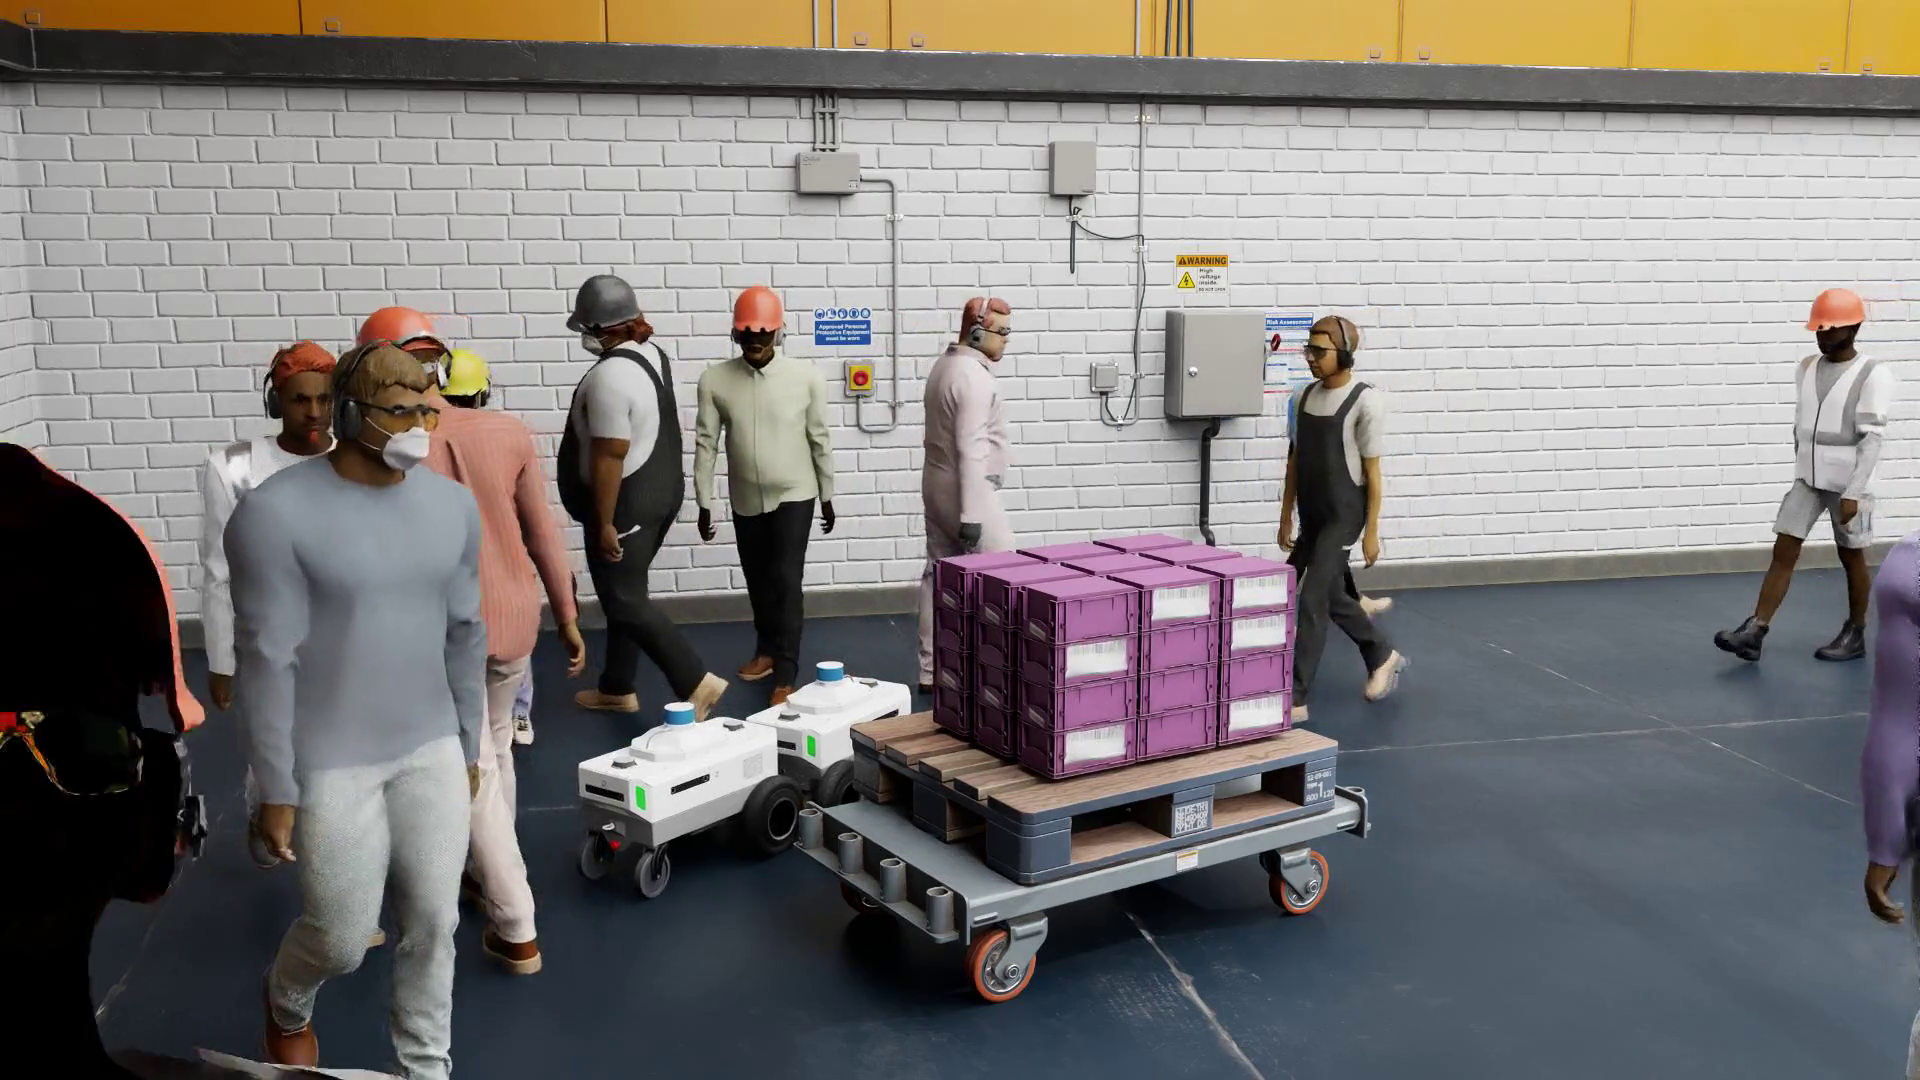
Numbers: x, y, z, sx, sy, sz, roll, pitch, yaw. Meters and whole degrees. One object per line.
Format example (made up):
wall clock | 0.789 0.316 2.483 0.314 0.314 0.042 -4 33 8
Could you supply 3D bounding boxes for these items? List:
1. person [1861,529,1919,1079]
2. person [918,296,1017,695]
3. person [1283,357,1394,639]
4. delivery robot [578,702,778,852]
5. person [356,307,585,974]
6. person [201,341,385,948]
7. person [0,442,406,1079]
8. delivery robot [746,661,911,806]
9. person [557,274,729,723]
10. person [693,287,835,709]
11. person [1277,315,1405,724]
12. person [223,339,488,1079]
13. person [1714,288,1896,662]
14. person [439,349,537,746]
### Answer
person | 2.061 0.615 3.186 0.628 1.918 0.700 6 12 30
person | 0.075 -0.184 7.708 0.611 1.871 0.670 -4 11 -21
person | 2.008 -0.289 8.898 0.872 1.644 0.545 -3 11 -18
delivery robot | -0.951 0.798 5.669 0.477 0.478 0.707 7 12 35
person | -1.524 0.284 4.967 0.878 1.929 0.675 10 14 43
person | -2.057 0.291 5.191 0.587 1.855 0.796 -7 12 -34
person | -0.575 0.954 1.019 0.621 2.022 0.868 -3 11 -17
delivery robot | -0.483 0.698 6.222 0.477 0.478 0.707 6 12 30
person | -1.373 -0.181 7.231 0.867 2.000 0.723 3 11 15
person | -0.911 -0.215 7.771 0.644 1.931 0.875 1 10 6
person | 1.698 -0.099 7.434 0.894 1.815 0.521 -6 12 -28
person | -1.395 0.489 3.873 0.668 1.915 0.640 9 13 40
person | 4.239 -0.289 8.246 0.978 1.884 0.563 -5 11 -24
person | -1.927 0.083 6.698 0.548 1.701 0.945 0 10 1
